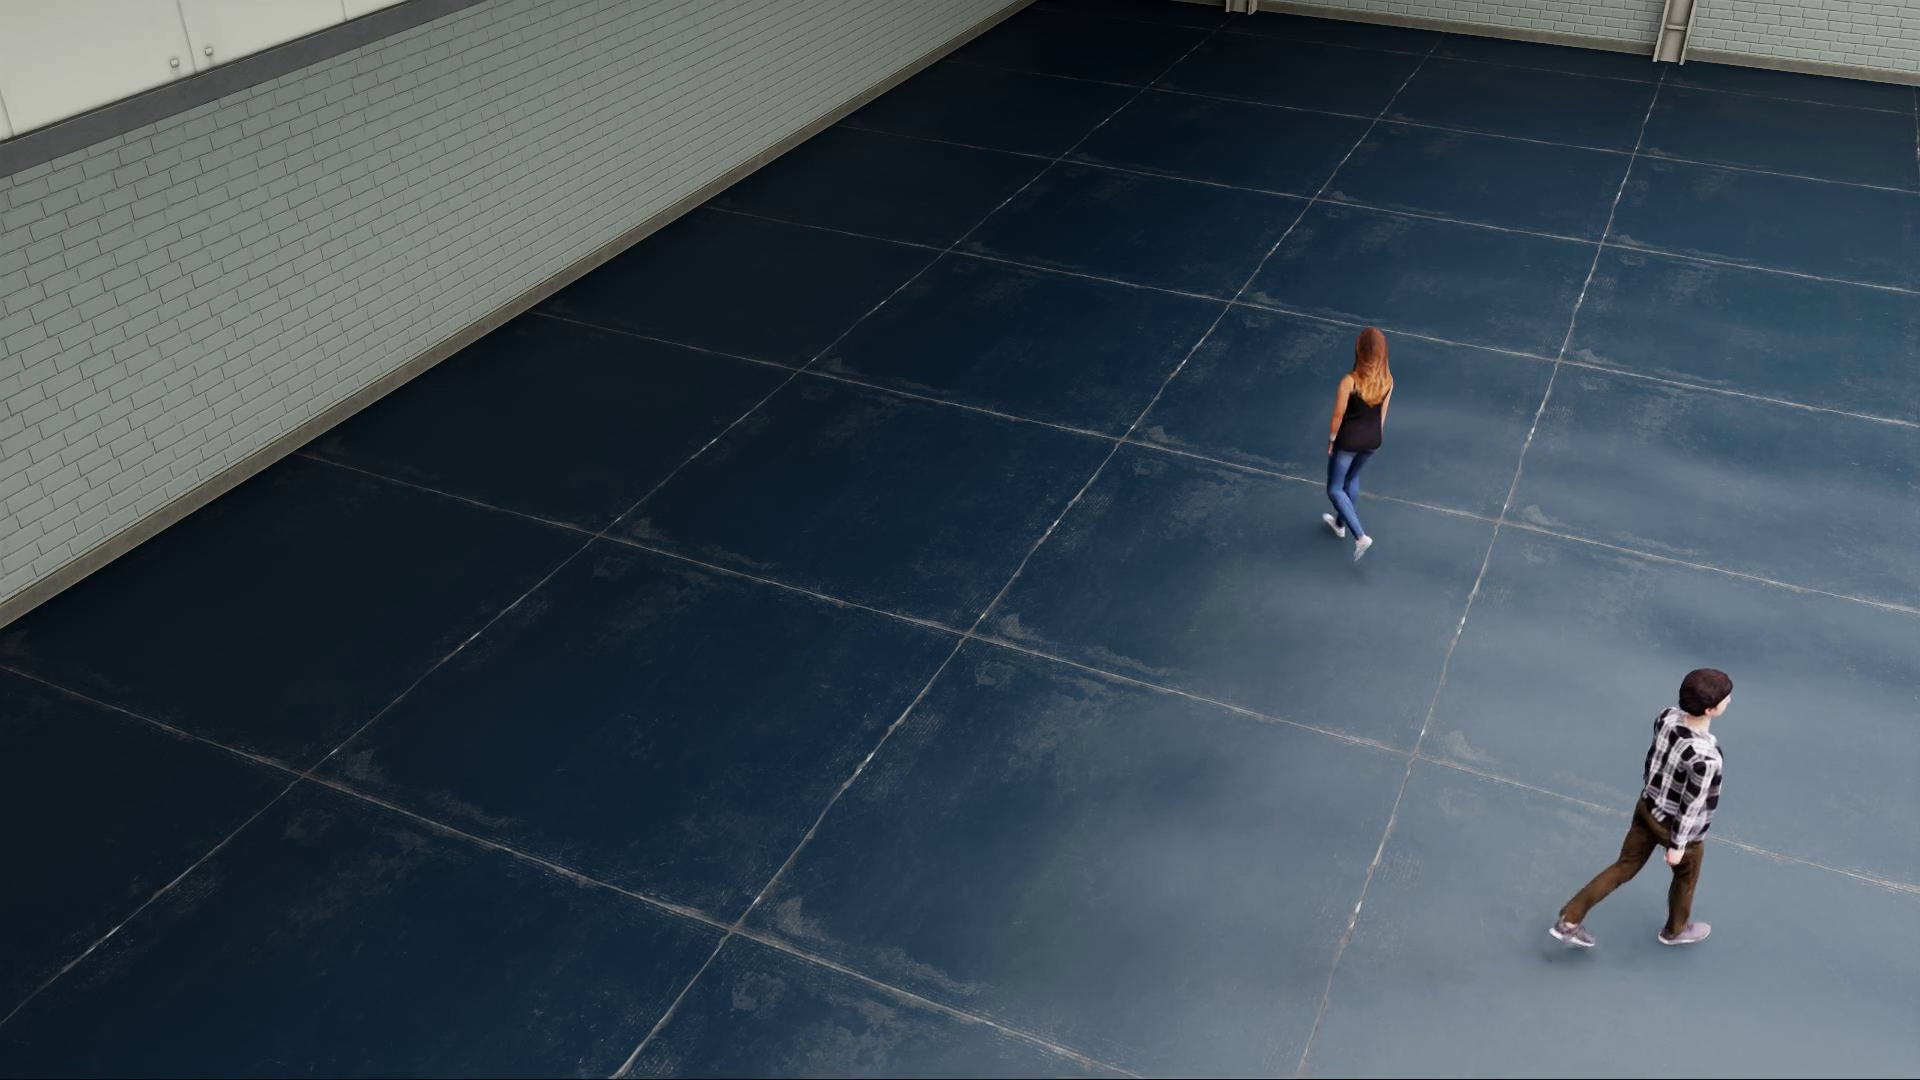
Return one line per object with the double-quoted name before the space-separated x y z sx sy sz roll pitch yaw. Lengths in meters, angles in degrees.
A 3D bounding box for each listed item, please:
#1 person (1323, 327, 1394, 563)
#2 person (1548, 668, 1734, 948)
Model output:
"person" 2.801 -0.650 11.651 0.947 1.701 1.021 -11 34 -17
"person" 3.462 1.404 8.328 1.220 1.772 1.060 -6 33 -9
